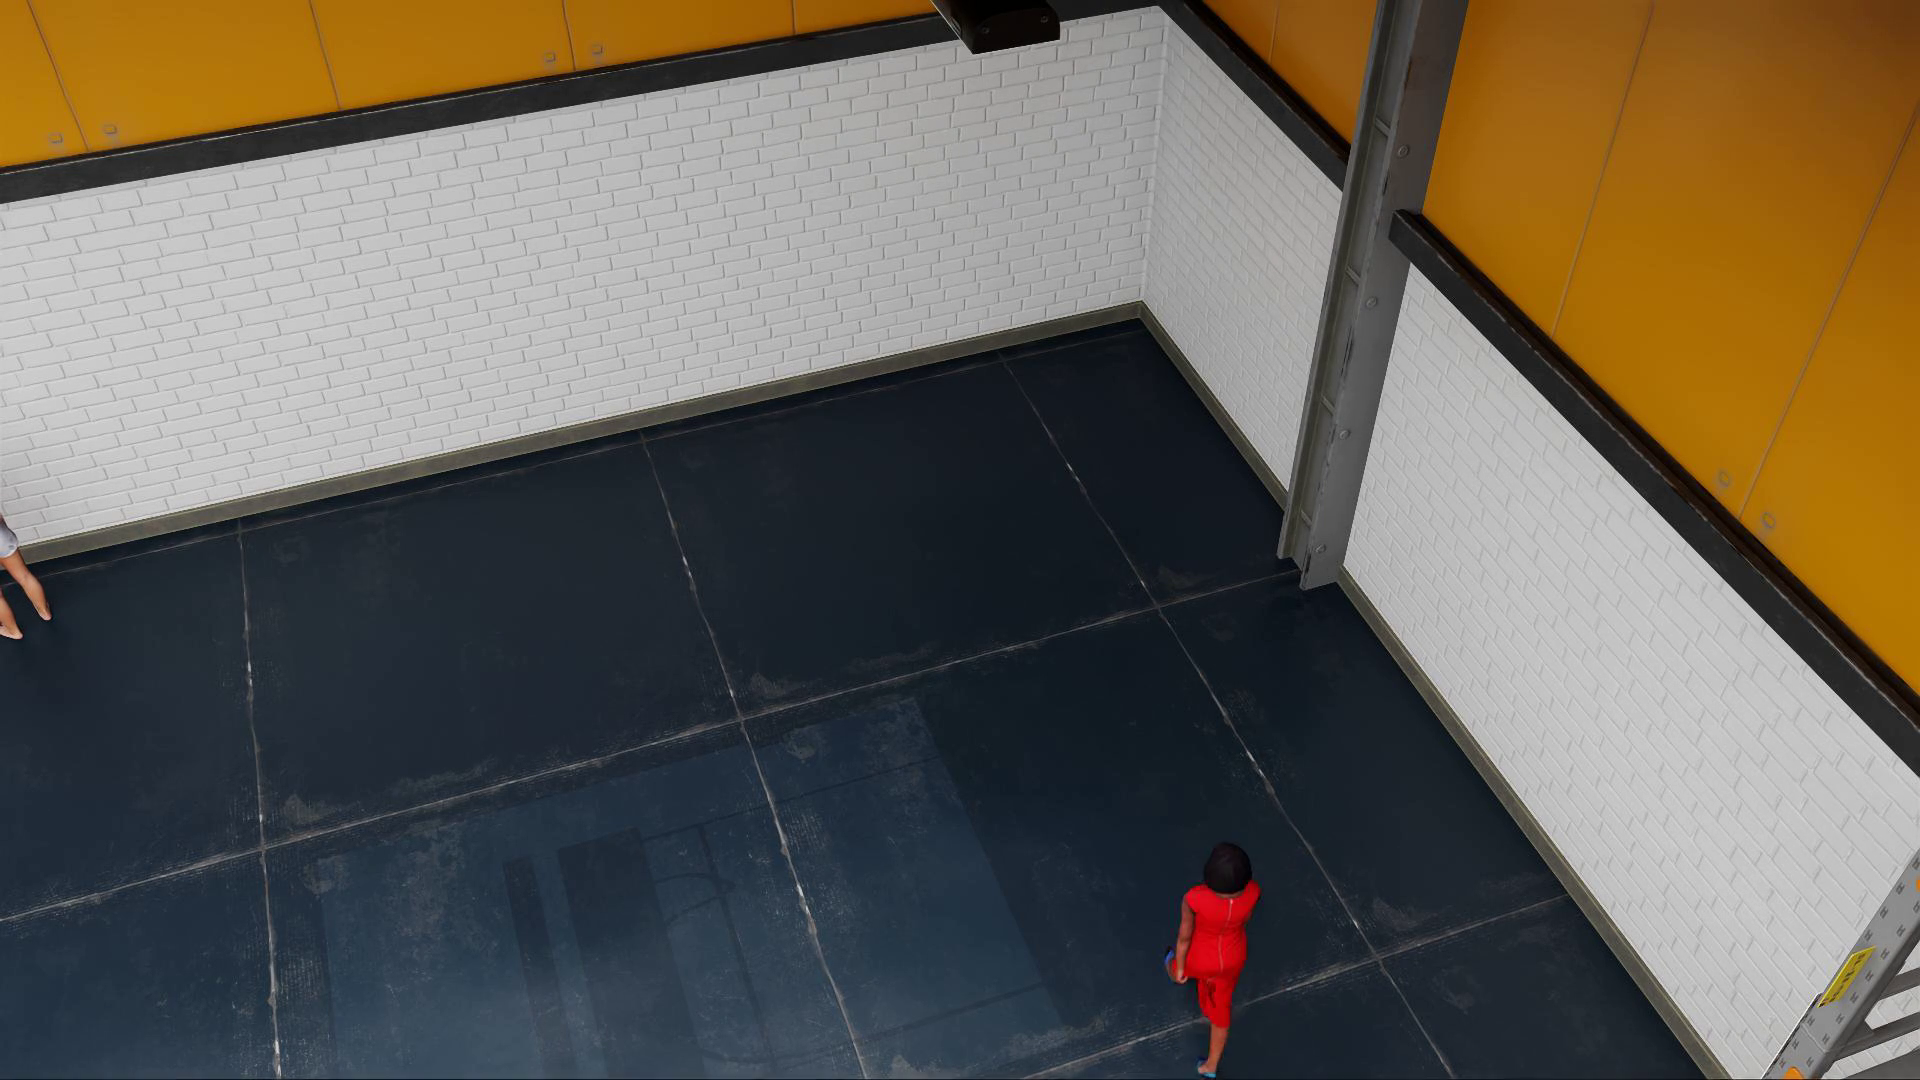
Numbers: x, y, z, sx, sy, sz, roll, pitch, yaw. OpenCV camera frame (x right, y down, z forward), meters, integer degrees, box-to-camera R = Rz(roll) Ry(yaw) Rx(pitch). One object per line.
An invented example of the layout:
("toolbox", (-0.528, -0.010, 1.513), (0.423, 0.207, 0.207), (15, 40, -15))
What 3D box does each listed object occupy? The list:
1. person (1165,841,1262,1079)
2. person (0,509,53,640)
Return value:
("person", (1.324, 2.224, 8.555), (0.748, 1.699, 1.142), (-5, 44, -6))
("person", (-6.440, 0.009, 10.948), (0.696, 1.605, 0.660), (28, 50, 26))
